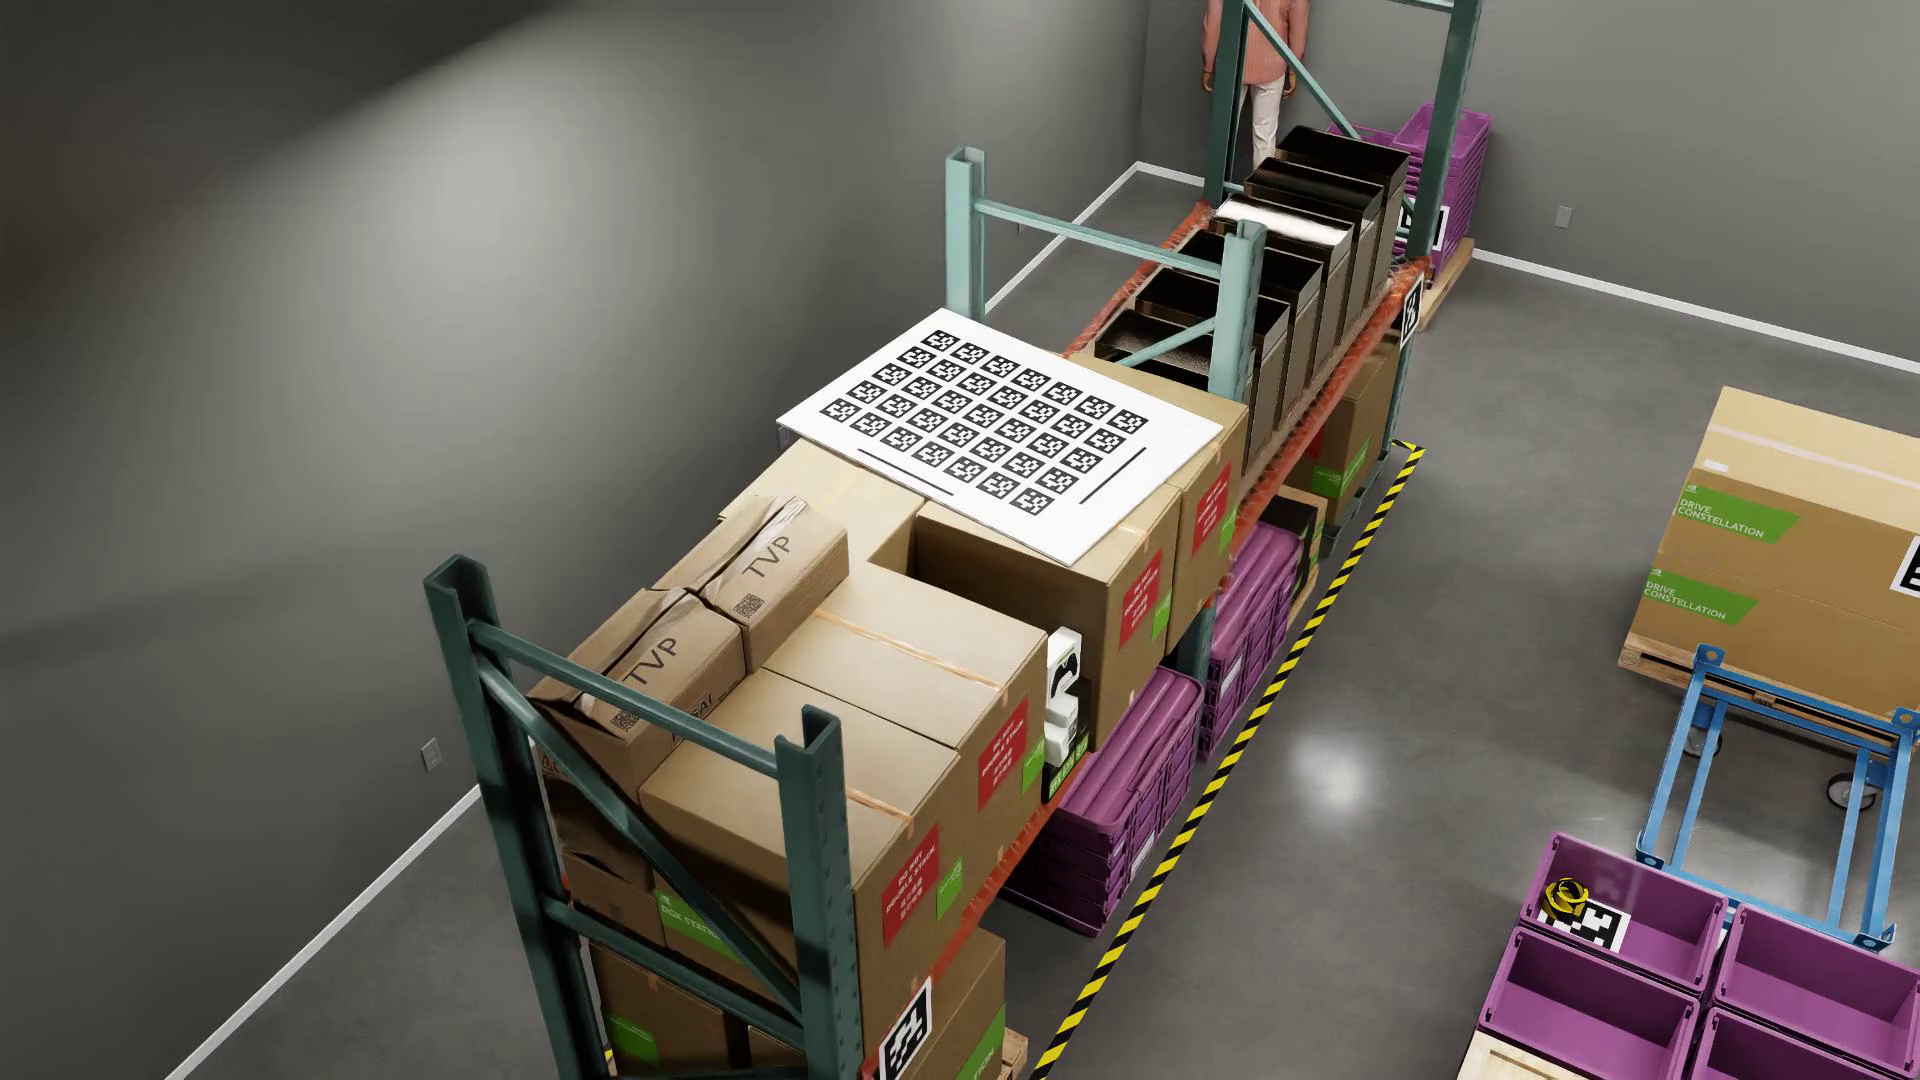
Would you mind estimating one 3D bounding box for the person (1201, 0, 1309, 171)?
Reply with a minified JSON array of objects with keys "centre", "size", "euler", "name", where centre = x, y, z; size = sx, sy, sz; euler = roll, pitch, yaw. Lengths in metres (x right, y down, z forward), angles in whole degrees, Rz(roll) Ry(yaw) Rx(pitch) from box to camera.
[{"centre":[1.735,-2.829,9.925],"size":[0.608,1.995,0.377],"euler":[4,40,5],"name":"person"}]
